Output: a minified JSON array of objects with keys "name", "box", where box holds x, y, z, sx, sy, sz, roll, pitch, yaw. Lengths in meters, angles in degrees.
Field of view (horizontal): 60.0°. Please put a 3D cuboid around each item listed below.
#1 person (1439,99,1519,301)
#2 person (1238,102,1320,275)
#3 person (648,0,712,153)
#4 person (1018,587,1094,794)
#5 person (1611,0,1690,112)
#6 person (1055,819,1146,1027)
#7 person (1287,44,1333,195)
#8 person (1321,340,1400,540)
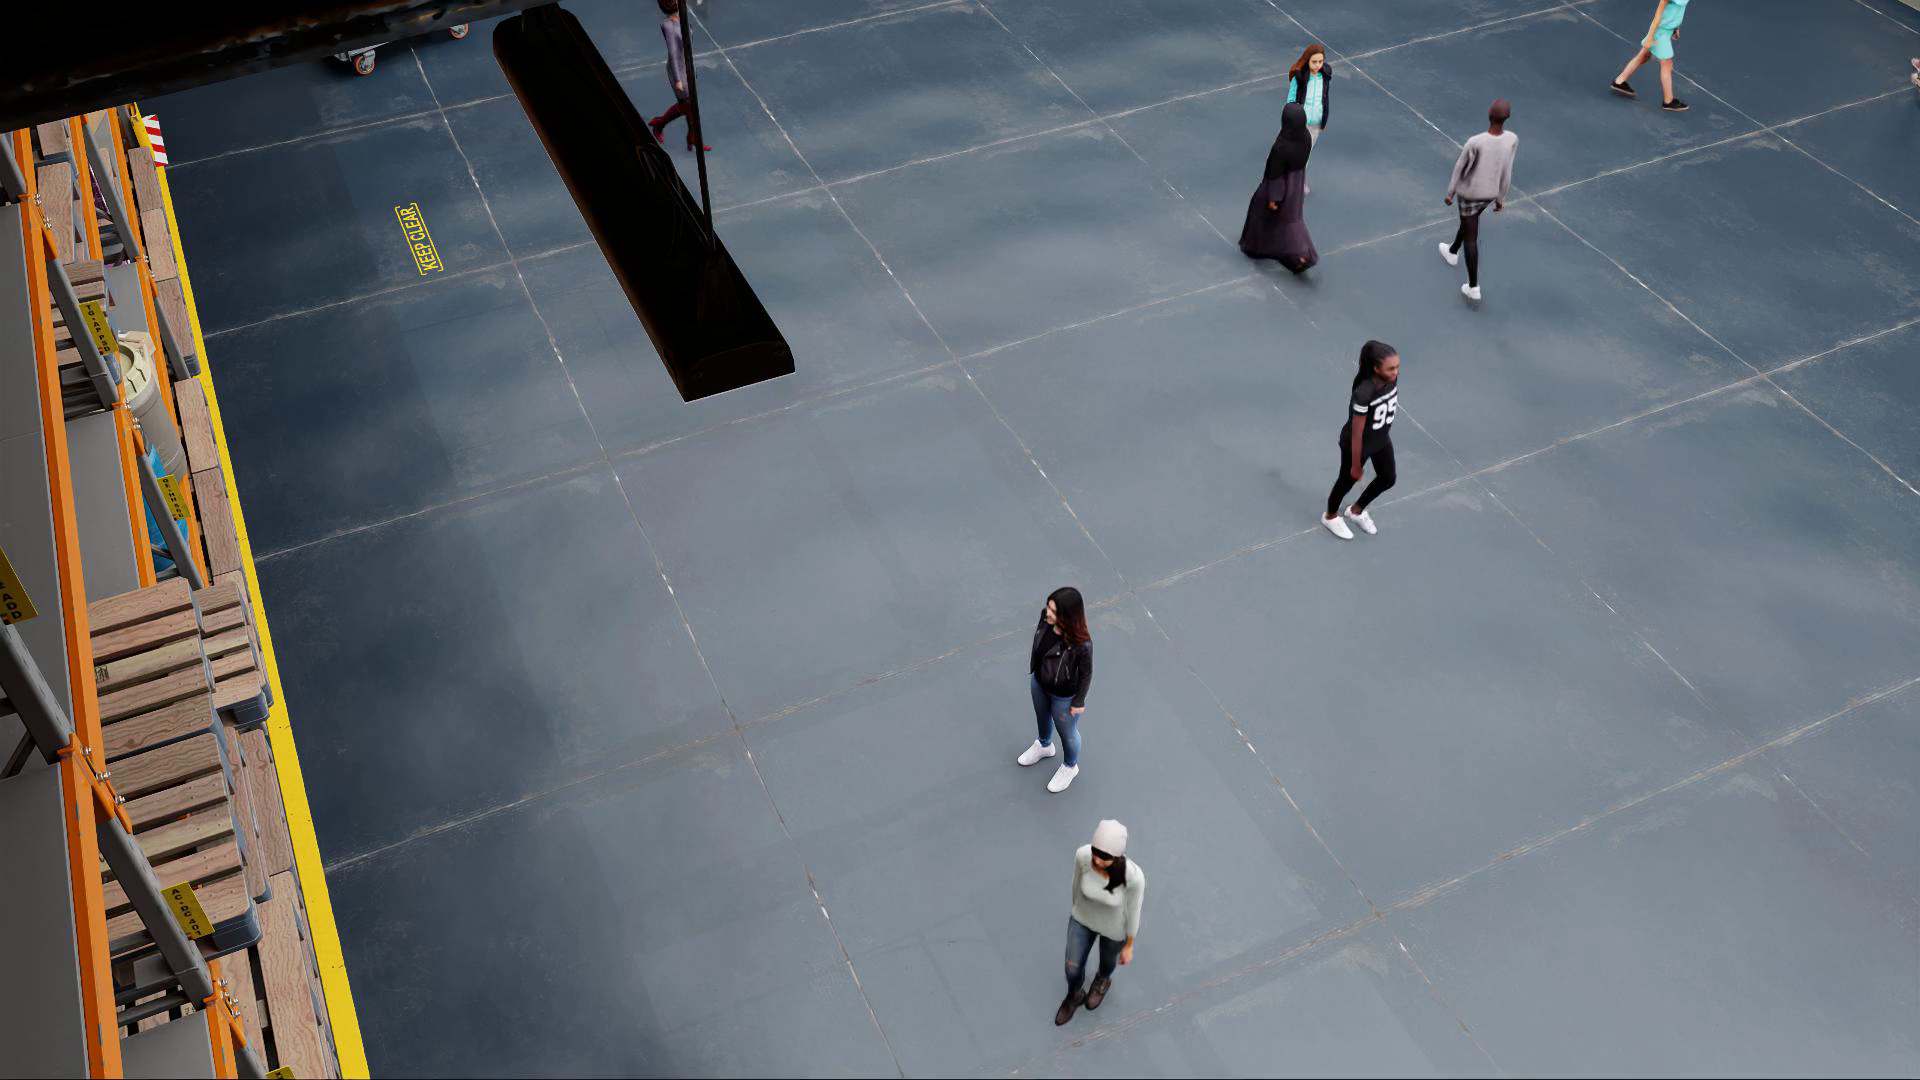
[{"name":"person","box":[4.407,-2.854,14.058,0.827,1.735,1.206,-7,44,-7]},{"name":"person","box":[2.844,-3.009,14.327,0.702,1.587,1.092,-25,49,-24]},{"name":"person","box":[-2.708,-4.432,15.742,0.909,1.696,0.881,8,44,8]},{"name":"person","box":[0.601,0.887,10.203,0.743,1.634,0.577,-29,51,-27]},{"name":"person","box":[6.912,-5.062,16.533,1.113,1.517,0.858,30,51,27]},{"name":"person","box":[0.814,2.006,9.029,0.744,1.635,0.802,18,46,18]},{"name":"person","box":[3.173,-3.867,15.291,0.612,1.499,0.618,-11,45,-12]},{"name":"person","box":[2.810,-0.718,11.828,0.706,1.716,0.747,-30,51,-28]}]
